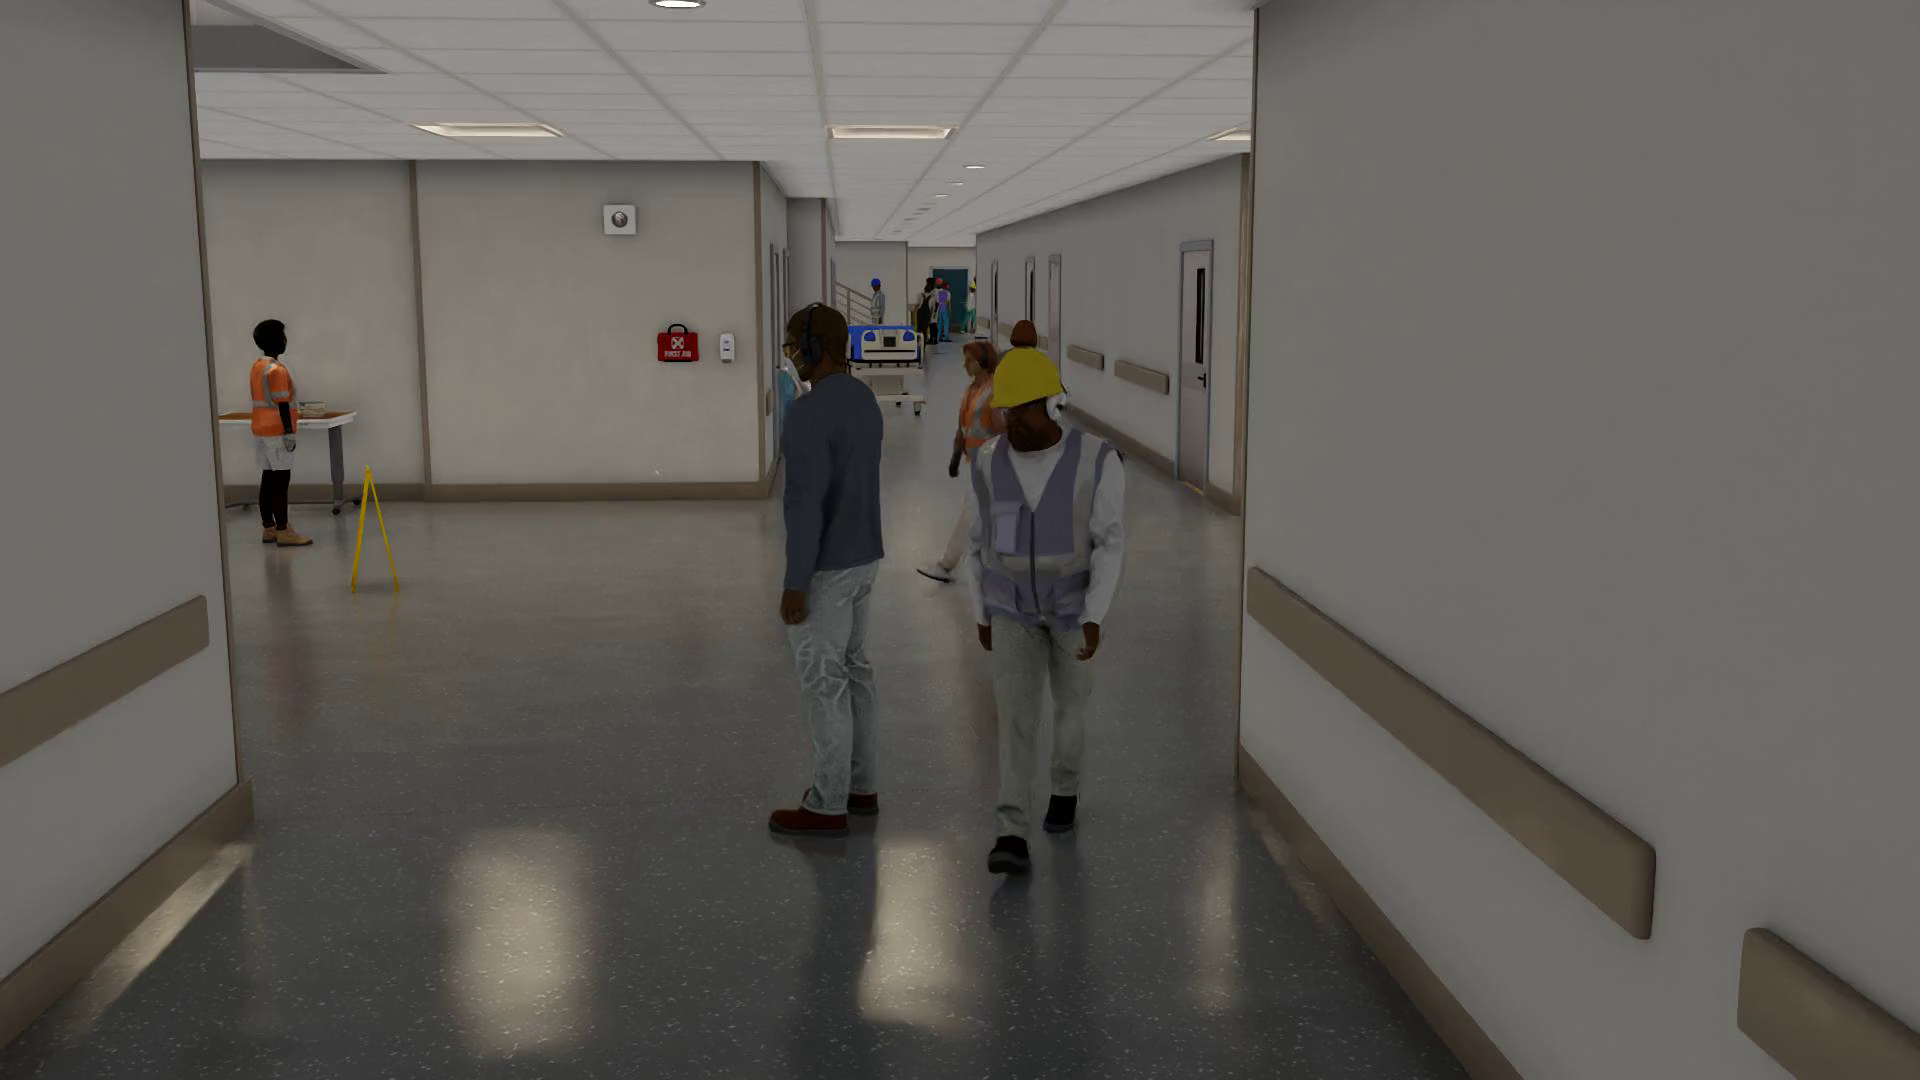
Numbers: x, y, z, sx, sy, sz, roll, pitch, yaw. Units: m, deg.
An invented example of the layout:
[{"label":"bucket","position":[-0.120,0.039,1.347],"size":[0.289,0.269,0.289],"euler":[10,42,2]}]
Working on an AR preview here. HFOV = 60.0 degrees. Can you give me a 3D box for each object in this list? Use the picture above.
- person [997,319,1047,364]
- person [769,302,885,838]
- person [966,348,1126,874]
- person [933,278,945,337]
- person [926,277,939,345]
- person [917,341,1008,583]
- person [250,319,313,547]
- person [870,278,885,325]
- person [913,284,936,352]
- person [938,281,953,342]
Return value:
[{"label":"person","position":[0.560,-1.133,14.746],"size":[0.509,1.631,0.266],"euler":[4,10,25]},{"label":"person","position":[-0.466,0.106,6.062],"size":[0.370,1.929,0.636],"euler":[3,9,17]},{"label":"person","position":[0.278,0.231,5.751],"size":[0.577,1.770,0.945],"euler":[2,9,13]},{"label":"person","position":[-0.707,-7.597,54.412],"size":[0.546,1.930,0.393],"euler":[-3,10,-20]},{"label":"person","position":[-0.822,-6.596,48.022],"size":[0.361,1.957,0.613],"euler":[-4,10,-25]},{"label":"person","position":[0.116,-0.518,11.002],"size":[0.878,1.583,0.541],"euler":[-4,10,-21]},{"label":"person","position":[-5.110,-0.797,12.436],"size":[0.318,1.699,0.532],"euler":[-8,12,-42]},{"label":"person","position":[-2.112,-5.716,42.557],"size":[0.395,1.940,0.601],"euler":[-4,10,-25]},{"label":"person","position":[-0.944,-5.831,43.748],"size":[0.604,1.790,0.683],"euler":[-1,9,-4]},{"label":"person","position":[-0.498,-6.929,50.471],"size":[0.393,1.846,0.564],"euler":[-9,13,-44]}]
